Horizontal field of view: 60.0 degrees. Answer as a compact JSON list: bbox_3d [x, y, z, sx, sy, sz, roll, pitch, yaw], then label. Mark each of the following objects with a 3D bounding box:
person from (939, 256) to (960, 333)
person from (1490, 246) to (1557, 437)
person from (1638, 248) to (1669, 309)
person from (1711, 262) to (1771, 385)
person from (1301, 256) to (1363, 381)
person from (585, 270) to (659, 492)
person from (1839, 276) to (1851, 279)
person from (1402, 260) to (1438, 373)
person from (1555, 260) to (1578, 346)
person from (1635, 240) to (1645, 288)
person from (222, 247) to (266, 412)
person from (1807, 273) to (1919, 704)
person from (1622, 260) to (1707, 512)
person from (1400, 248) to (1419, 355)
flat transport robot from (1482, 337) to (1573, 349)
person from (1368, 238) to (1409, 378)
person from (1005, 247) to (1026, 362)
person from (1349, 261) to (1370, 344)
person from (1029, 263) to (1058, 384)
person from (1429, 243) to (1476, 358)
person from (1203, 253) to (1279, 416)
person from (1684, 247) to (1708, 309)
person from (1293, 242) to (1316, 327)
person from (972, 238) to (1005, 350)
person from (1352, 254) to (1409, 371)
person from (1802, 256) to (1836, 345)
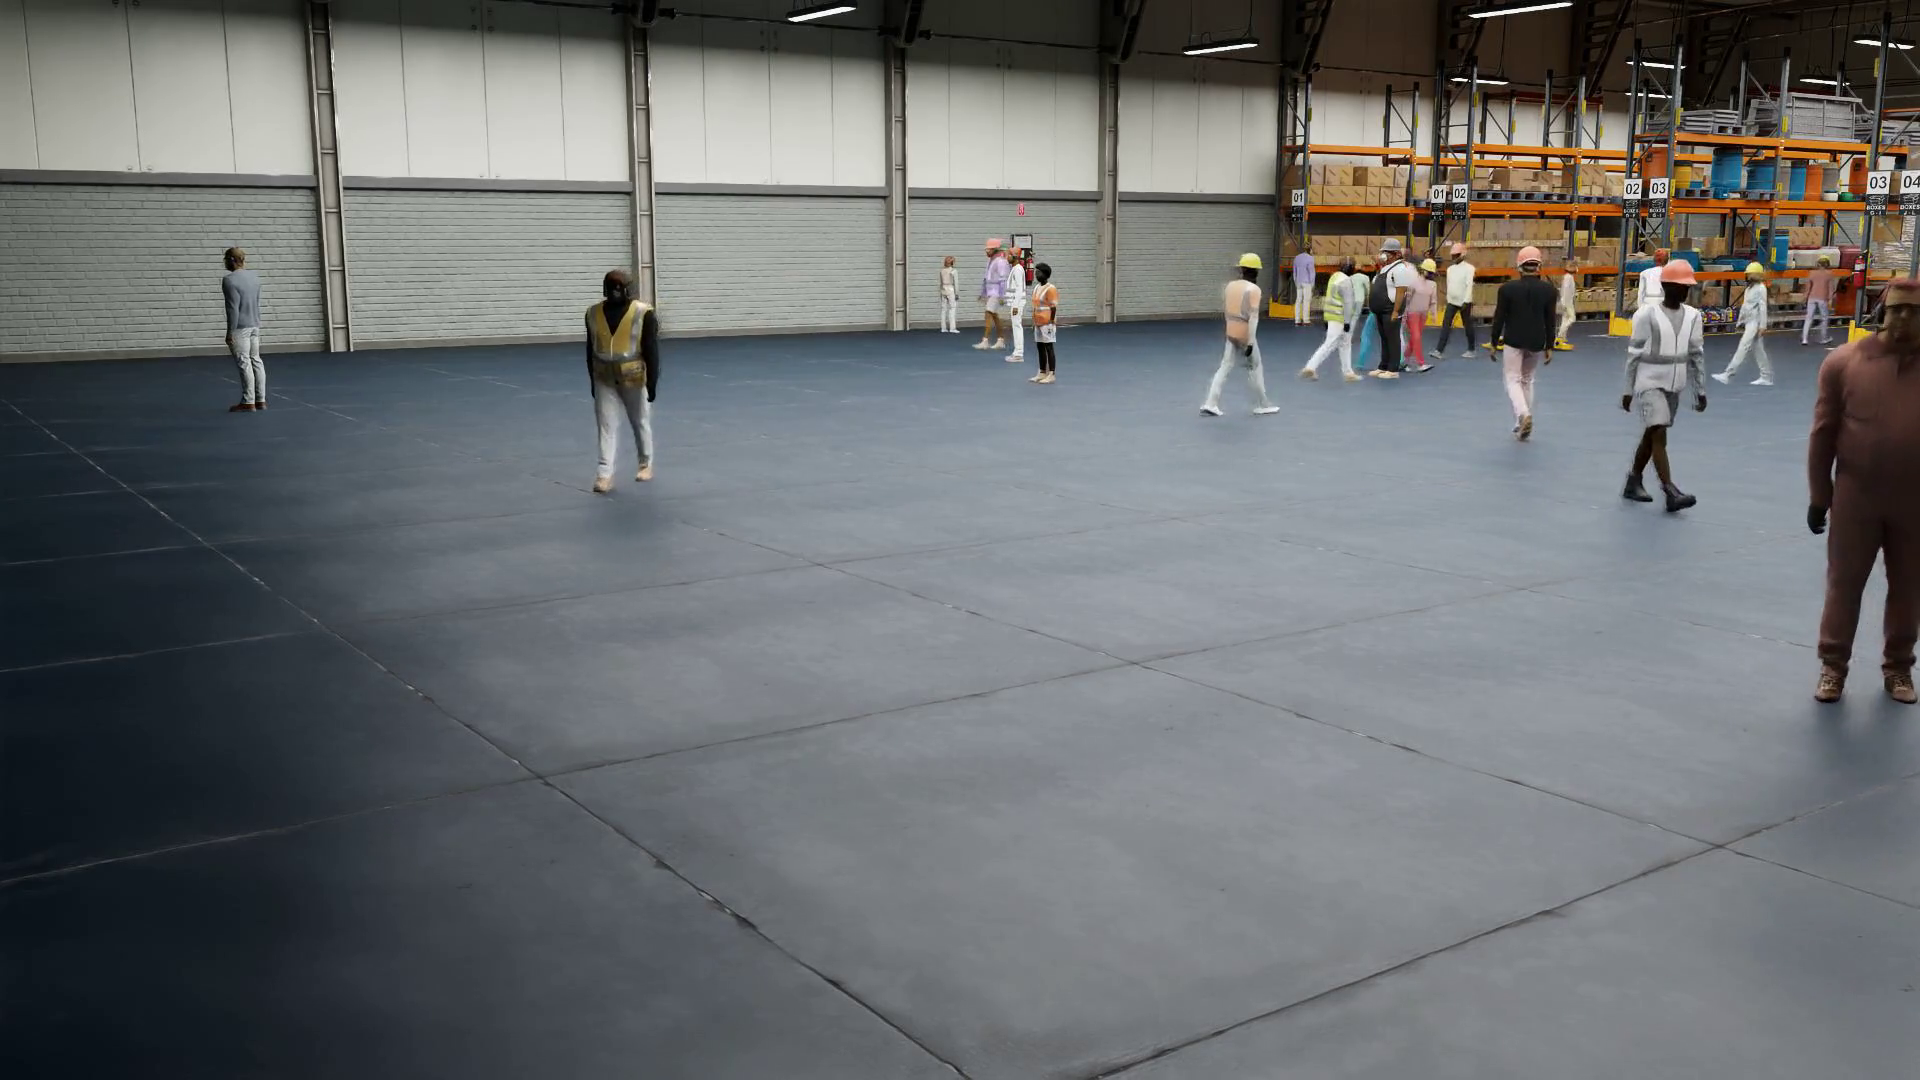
[{"bbox_3d":[-0.233,-5.261,35.702,0.523,1.638,0.310,9,14,41],"label":"person"},{"bbox_3d":[5.780,-2.008,16.985,0.618,1.970,0.832,0,10,0],"label":"person"},{"bbox_3d":[10.383,-3.392,24.788,0.358,1.882,0.574,-9,13,-39],"label":"person"},{"bbox_3d":[10.919,-2.992,23.080,0.880,1.691,0.505,1,10,3],"label":"person"},{"bbox_3d":[5.320,-3.147,23.705,0.881,1.801,0.645,0,10,0],"label":"person"},{"bbox_3d":[-2.775,-1.327,13.744,0.645,1.794,0.971,1,10,6],"label":"person"},{"bbox_3d":[24.753,-7.181,46.377,0.508,1.581,0.865,9,13,39],"label":"person"},{"bbox_3d":[6.981,-3.383,25.203,0.582,1.699,0.890,-5,11,-24],"label":"person"},{"bbox_3d":[11.491,-4.461,31.337,0.340,1.617,0.523,4,11,22],"label":"person"},{"bbox_3d":[18.386,-7.106,44.917,0.362,1.963,0.614,-4,11,-22],"label":"person"},{"bbox_3d":[-8.470,-2.481,19.639,0.352,1.937,0.635,1,10,7],"label":"person"},{"bbox_3d":[4.093,-0.217,7.336,0.651,1.908,0.408,4,11,22],"label":"person"},{"bbox_3d":[5.379,-1.172,12.626,0.565,1.878,1.001,-3,11,-14],"label":"person"},{"bbox_3d":[6.880,-3.669,26.325,0.693,1.871,0.694,-10,14,-43],"label":"person"},{"bbox_3d":[10.329,-3.588,30.282,1.431,0.197,0.652,-1,10,-7],"label":"flat transport robot"},{"bbox_3d":[6.241,-3.385,24.313,0.537,2.000,0.678,-1,10,-4],"label":"person"},{"bbox_3d":[0.917,-3.883,27.479,0.341,1.879,0.587,0,10,1],"label":"person"},{"bbox_3d":[7.721,-4.585,32.140,0.864,1.584,0.497,-9,14,-41],"label":"person"},{"bbox_3d":[1.177,-3.045,23.391,0.317,1.695,0.540,-5,11,-26],"label":"person"},{"bbox_3d":[8.444,-4.041,28.186,1.024,1.940,0.623,-7,12,-32],"label":"person"},{"bbox_3d":[3.235,-2.359,19.162,1.002,1.877,0.603,-7,12,-34],"label":"person"},{"bbox_3d":[17.072,-5.879,38.621,0.710,1.812,0.599,-9,14,-41],"label":"person"},{"bbox_3d":[7.894,-5.843,38.067,0.359,1.938,0.635,-6,12,-31],"label":"person"},{"bbox_3d":[0.483,-4.454,30.248,0.803,2.019,0.623,-3,11,-16],"label":"person"},{"bbox_3d":[6.447,-3.453,25.404,0.938,1.815,0.568,10,14,43],"label":"person"},{"bbox_3d":[16.384,-4.557,31.694,0.976,1.688,0.554,-9,14,-42],"label":"person"}]
